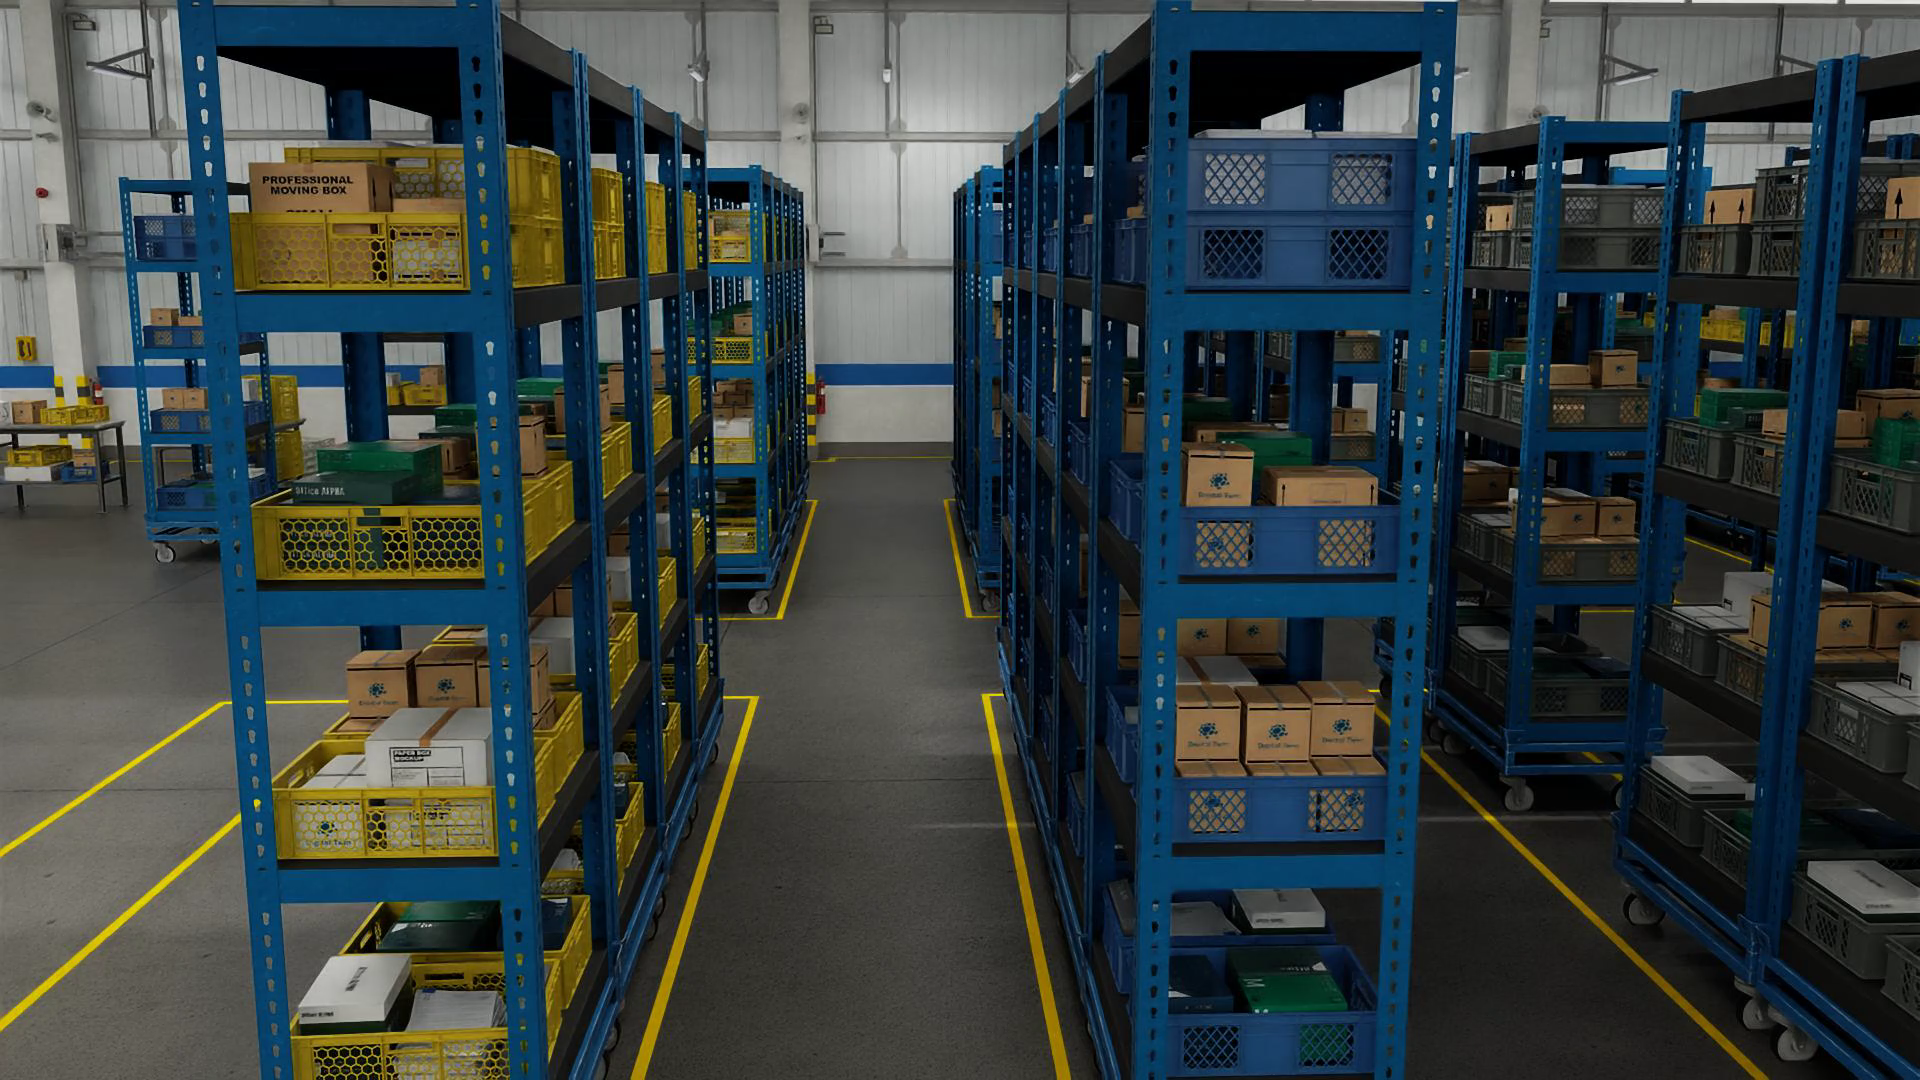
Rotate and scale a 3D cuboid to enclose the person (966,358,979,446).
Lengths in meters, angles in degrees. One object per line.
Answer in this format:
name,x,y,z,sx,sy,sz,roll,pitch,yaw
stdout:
person,0.148,-1.741,21.642,0.394,1.846,0.564,4,11,24
